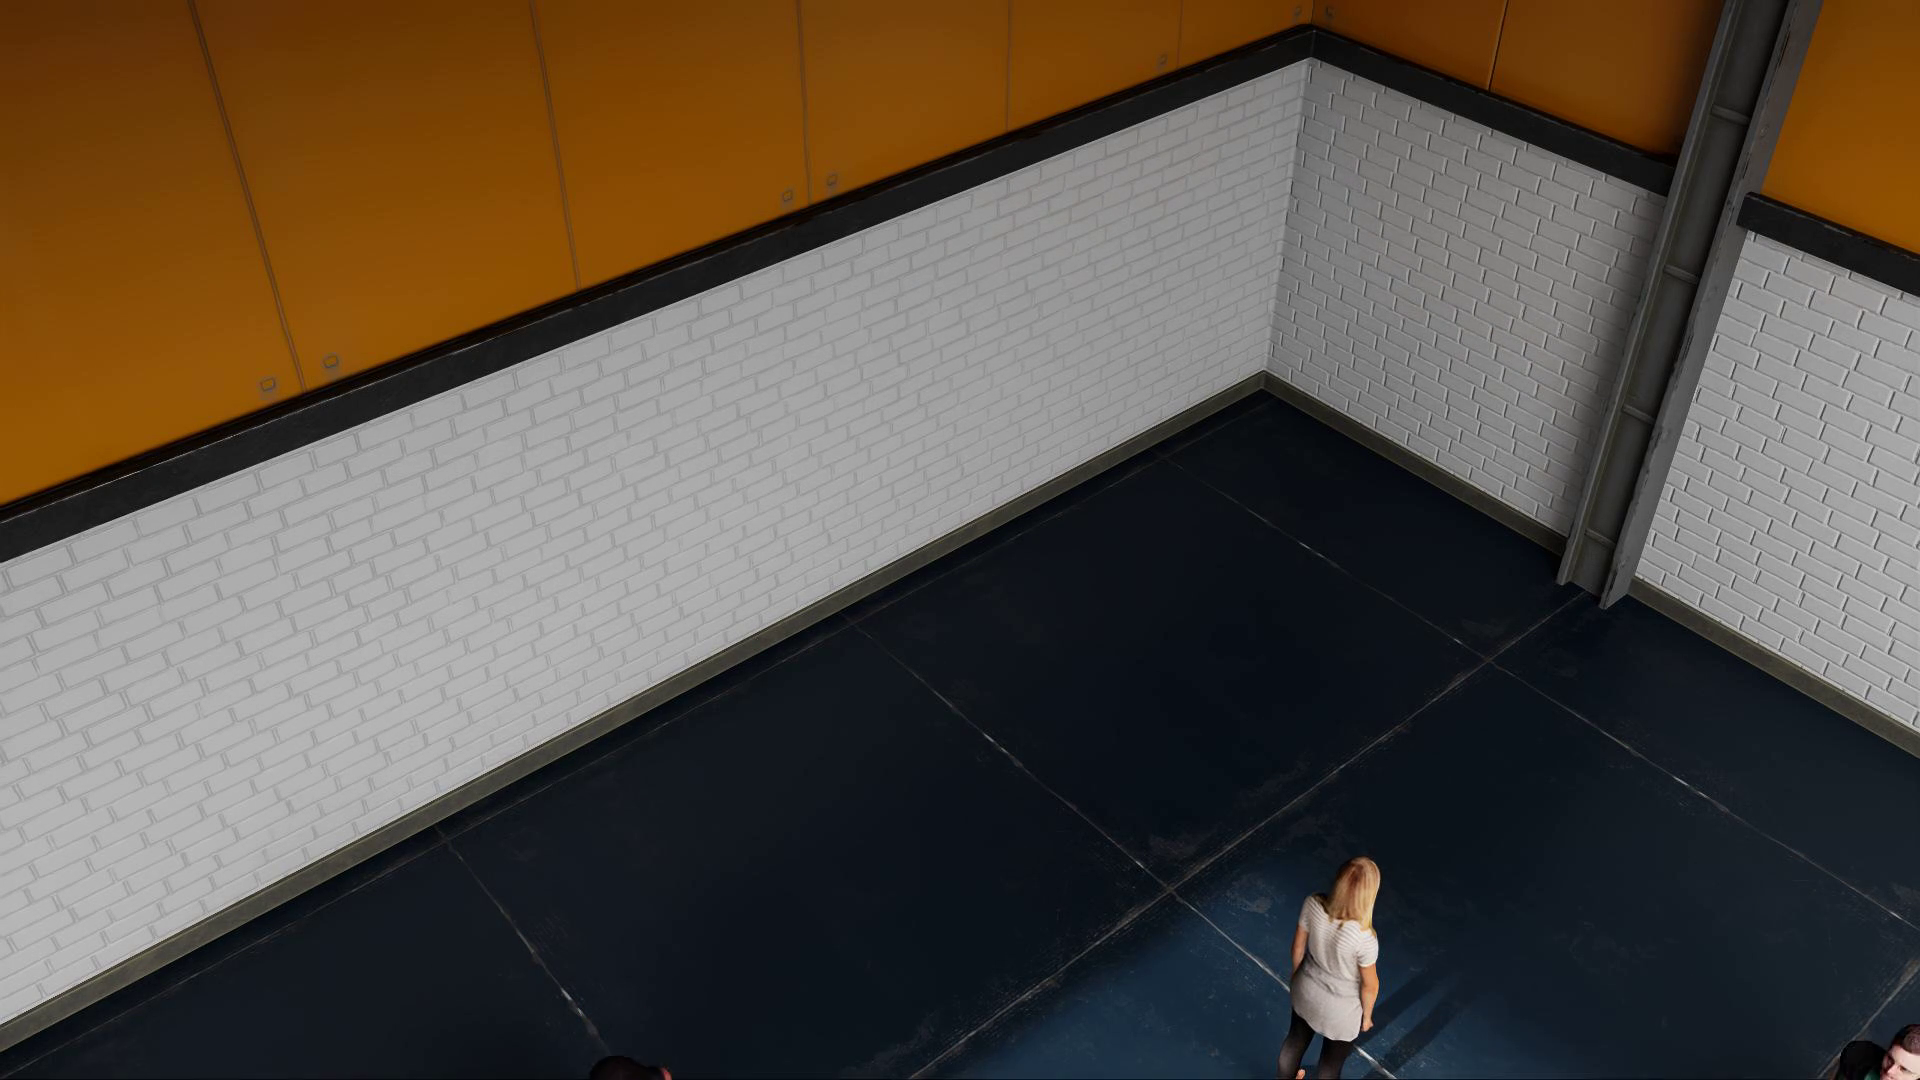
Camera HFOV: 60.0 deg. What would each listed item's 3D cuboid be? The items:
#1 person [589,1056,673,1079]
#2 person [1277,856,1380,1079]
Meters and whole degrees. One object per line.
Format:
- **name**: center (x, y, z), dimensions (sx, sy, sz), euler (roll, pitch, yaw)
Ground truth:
- **person**: center (-1.402, 2.688, 7.270), dimensions (0.619, 1.703, 0.668), euler (22, 44, 25)
- **person**: center (1.735, 2.155, 7.840), dimensions (0.489, 1.823, 0.680), euler (32, 48, 33)
